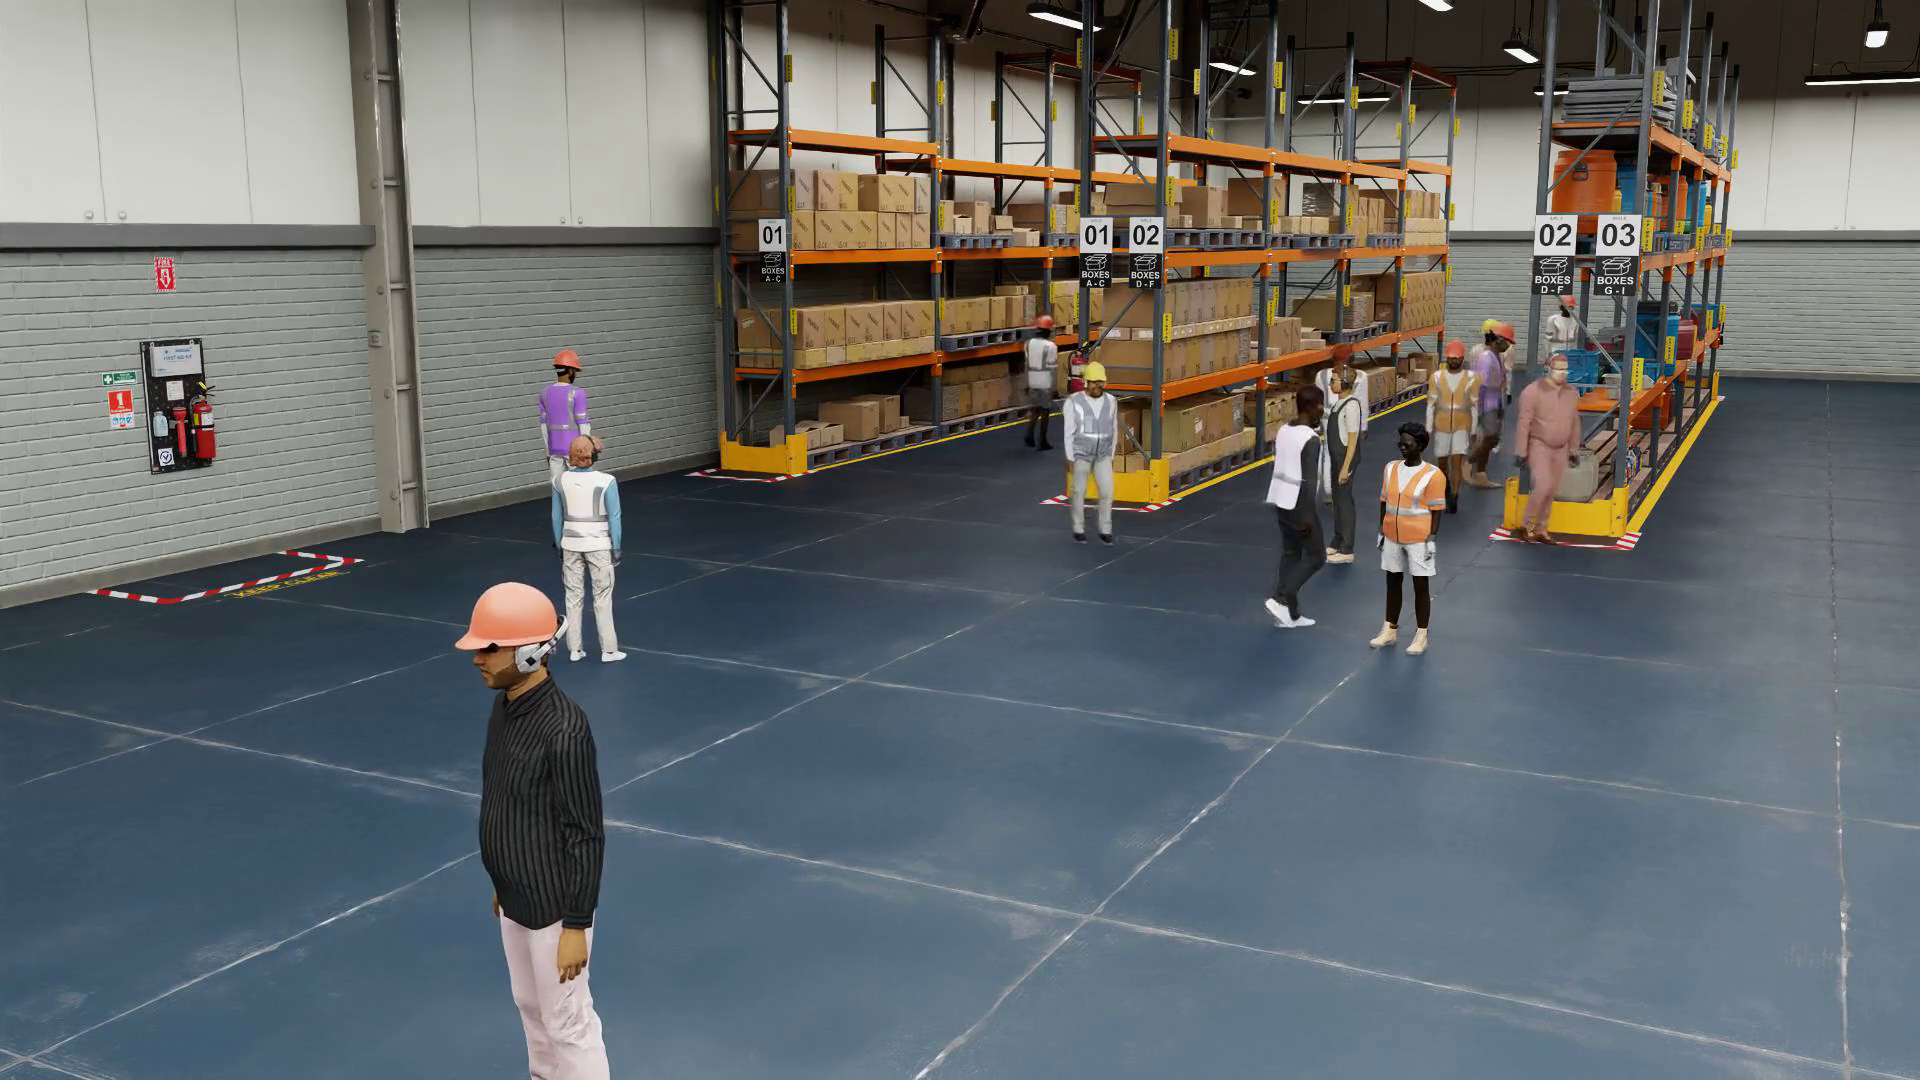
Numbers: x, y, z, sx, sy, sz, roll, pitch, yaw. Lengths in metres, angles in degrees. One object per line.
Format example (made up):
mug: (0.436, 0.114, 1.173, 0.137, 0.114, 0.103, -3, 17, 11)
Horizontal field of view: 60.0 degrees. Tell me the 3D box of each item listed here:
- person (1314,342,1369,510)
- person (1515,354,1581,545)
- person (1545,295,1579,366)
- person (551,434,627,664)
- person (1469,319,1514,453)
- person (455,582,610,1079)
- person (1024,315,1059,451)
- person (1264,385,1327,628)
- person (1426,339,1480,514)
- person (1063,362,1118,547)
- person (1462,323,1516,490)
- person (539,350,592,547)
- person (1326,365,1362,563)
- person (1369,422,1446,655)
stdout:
person: (4.248, -1.273, 18.501, 0.592, 1.861, 0.577, 4, 11, 21)
person: (5.780, -0.878, 16.298, 0.643, 1.888, 0.440, -4, 11, -21)
person: (10.372, -3.203, 28.579, 0.621, 2.042, 0.431, 0, 10, -2)
person: (-2.643, 0.069, 11.804, 0.515, 1.641, 0.315, 2, 11, 13)
person: (7.228, -2.062, 22.677, 0.599, 1.910, 0.673, 4, 11, 19)
person: (-1.324, 1.106, 5.180, 0.396, 1.992, 0.623, -8, 13, -36)
person: (1.158, -2.206, 23.451, 0.564, 1.919, 0.421, 8, 13, 39)
person: (2.616, -0.245, 12.827, 0.460, 1.899, 0.595, -3, 11, -16)
person: (5.462, -1.279, 18.445, 0.550, 1.916, 0.805, 4, 11, 22)
person: (1.300, -0.822, 16.220, 0.607, 1.808, 0.709, -3, 11, -16)
person: (6.303, -1.574, 19.763, 0.497, 2.001, 0.649, 5, 11, 25)
person: (-3.803, -0.877, 16.178, 0.543, 1.928, 0.370, 4, 11, 23)
person: (3.541, -0.704, 15.462, 0.345, 1.847, 0.504, 0, 10, 0)
person: (3.264, -0.016, 12.117, 0.319, 1.696, 0.532, -9, 14, -41)
